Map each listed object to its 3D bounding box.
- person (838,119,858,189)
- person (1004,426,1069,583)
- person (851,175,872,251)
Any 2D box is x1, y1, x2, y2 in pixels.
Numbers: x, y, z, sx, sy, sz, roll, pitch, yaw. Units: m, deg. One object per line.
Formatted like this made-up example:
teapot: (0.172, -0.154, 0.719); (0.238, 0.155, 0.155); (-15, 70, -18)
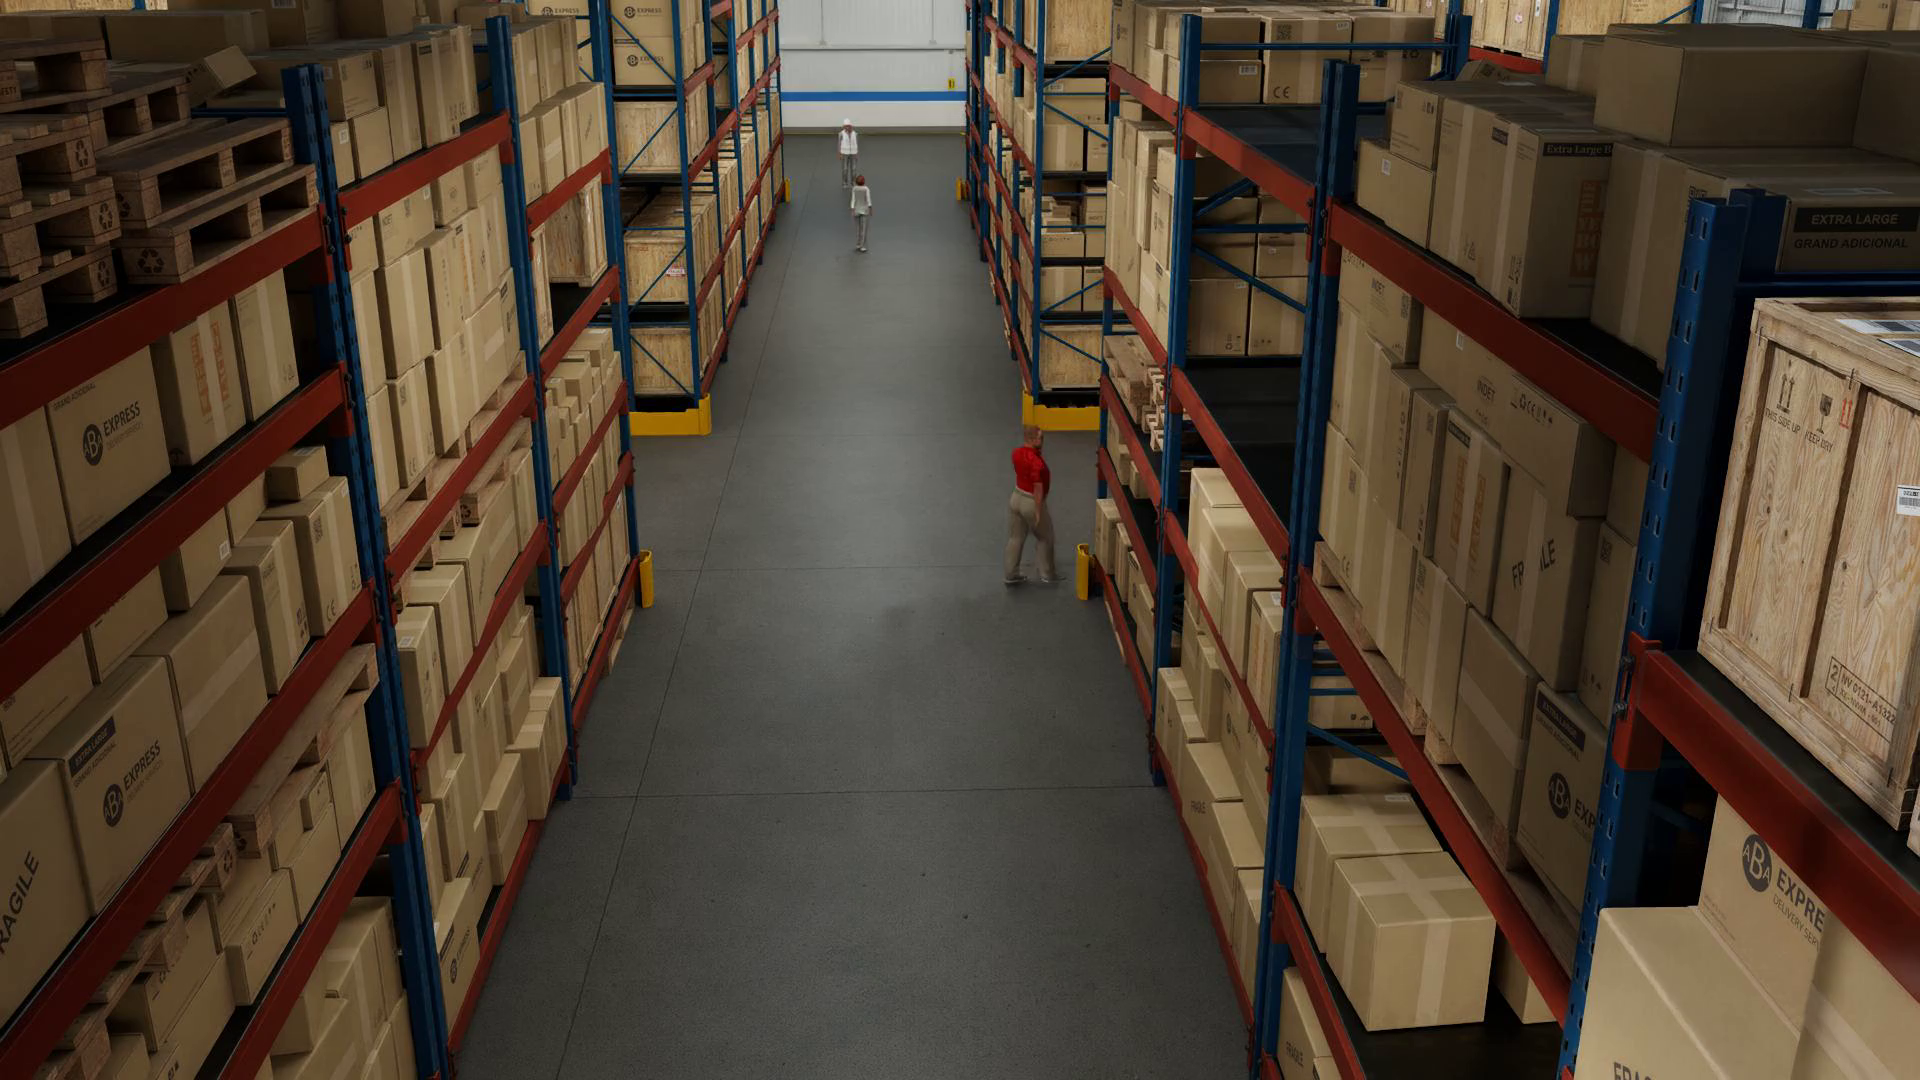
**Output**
person: (-2.904, -10.119, 43.590); (0.535, 1.775, 0.403); (-7, 21, -17)
person: (0.798, -0.370, 17.520); (0.674, 1.727, 0.565); (-15, 25, -35)
person: (-2.072, -6.960, 35.520); (0.431, 1.493, 0.679); (3, 21, 9)
